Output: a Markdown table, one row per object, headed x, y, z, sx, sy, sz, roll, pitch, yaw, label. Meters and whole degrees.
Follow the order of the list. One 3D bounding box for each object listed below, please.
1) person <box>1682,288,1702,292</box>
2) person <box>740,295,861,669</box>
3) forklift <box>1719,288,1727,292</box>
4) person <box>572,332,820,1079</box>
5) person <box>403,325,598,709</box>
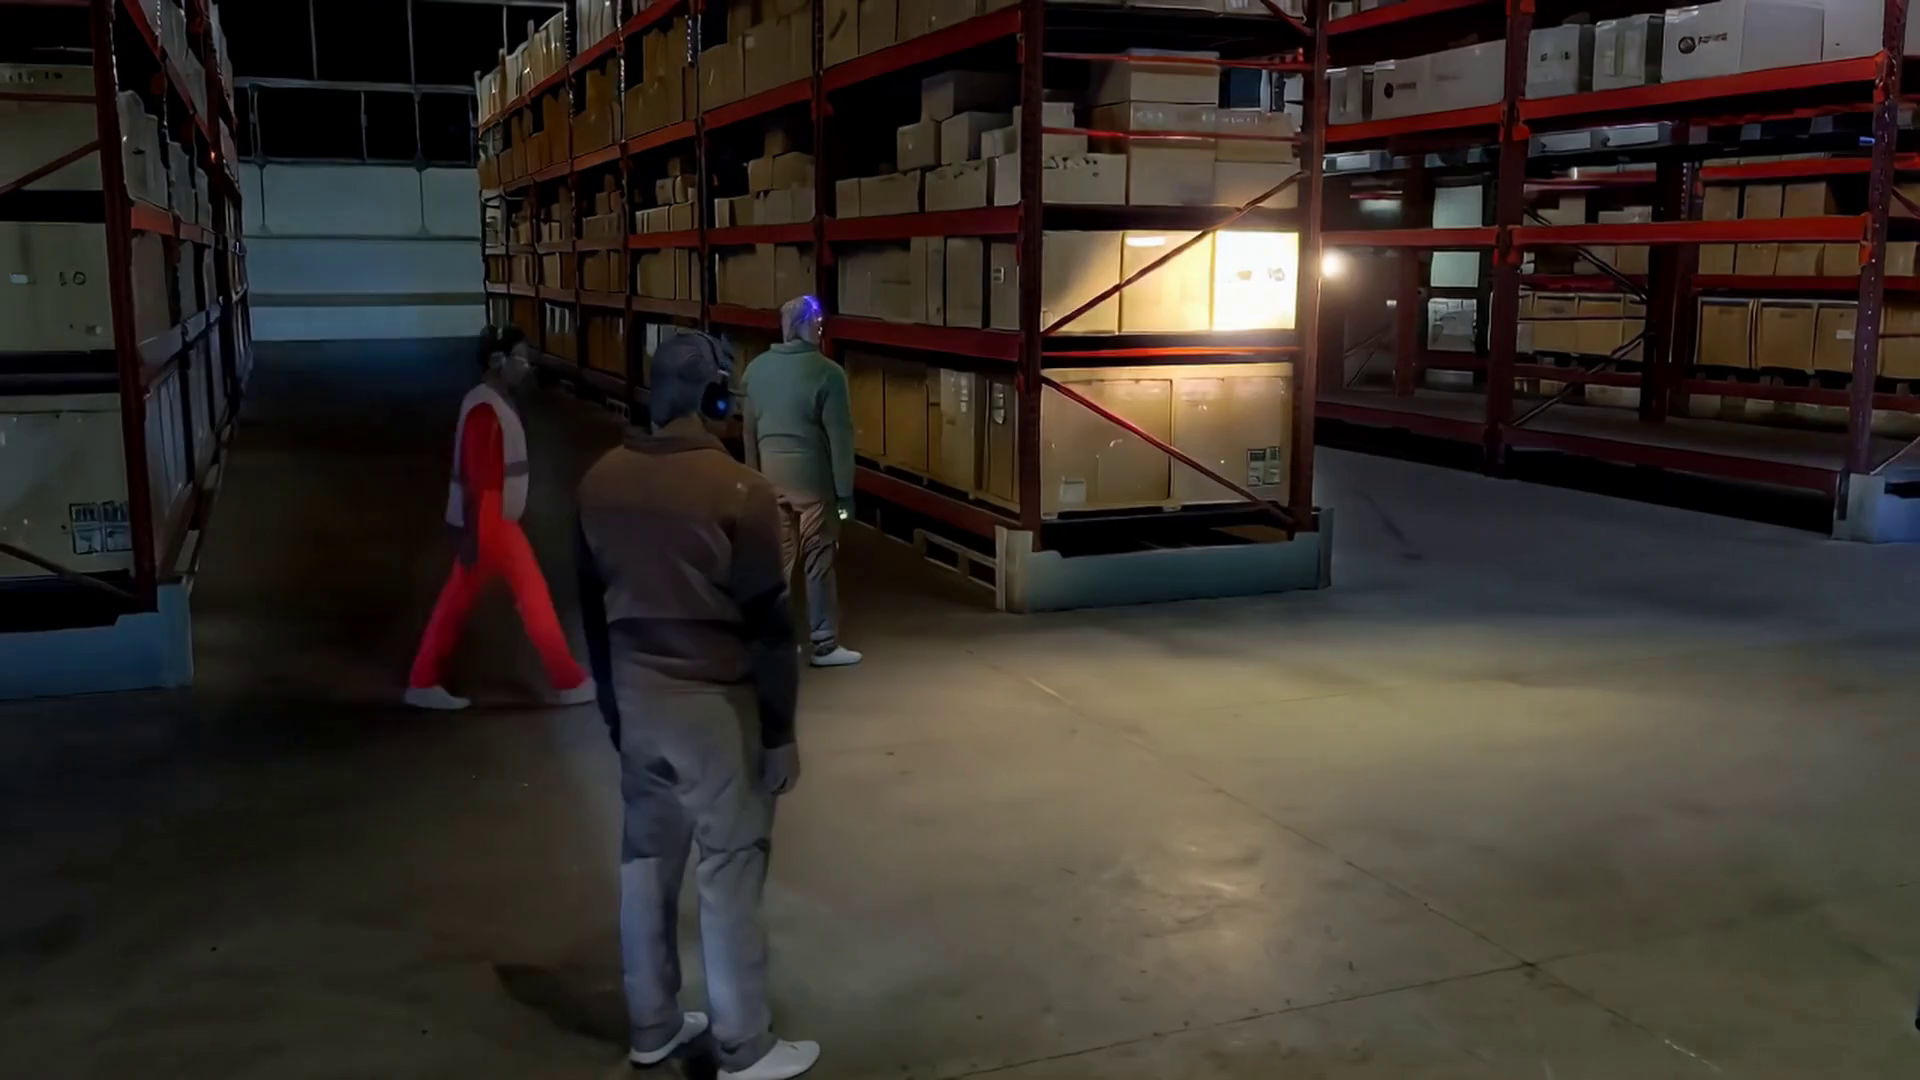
| x | y | z | sx | sy | sz | roll | pitch | yaw | label |
| --- | --- | --- | --- | --- | --- | --- | --- | --- | --- |
| 15.878 | -4.967 | 36.335 | 0.651 | 1.967 | 0.620 | -5 | 11 | -25 | person |
| -0.795 | -0.295 | 8.540 | 0.654 | 1.906 | 0.406 | 6 | 11 | 30 | person |
| 12.835 | -3.894 | 27.188 | 1.873 | 2.768 | 1.129 | -5 | 11 | -29 | forklift |
| -0.650 | 0.434 | 4.192 | 0.639 | 1.903 | 0.409 | 6 | 11 | 32 | person |
| -2.139 | -0.091 | 7.693 | 1.004 | 1.790 | 0.582 | -3 | 10 | -16 | person |
